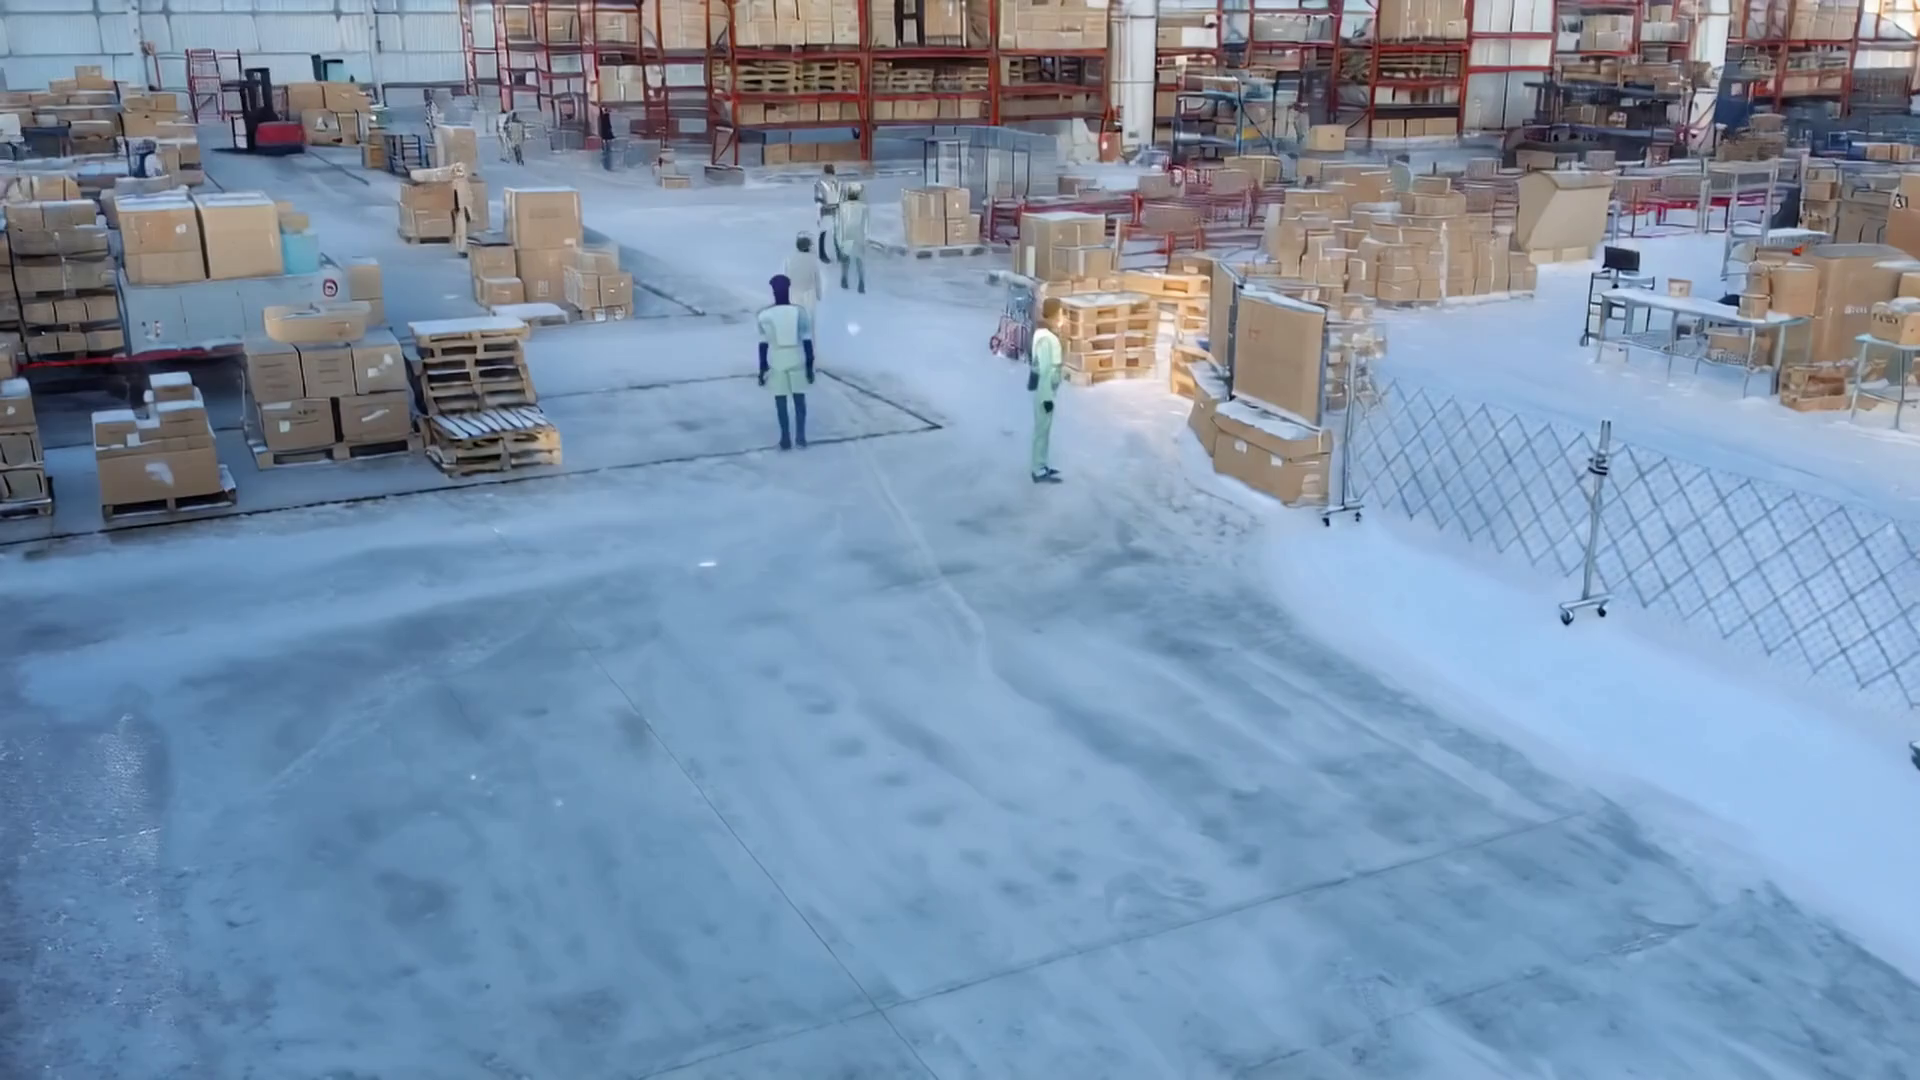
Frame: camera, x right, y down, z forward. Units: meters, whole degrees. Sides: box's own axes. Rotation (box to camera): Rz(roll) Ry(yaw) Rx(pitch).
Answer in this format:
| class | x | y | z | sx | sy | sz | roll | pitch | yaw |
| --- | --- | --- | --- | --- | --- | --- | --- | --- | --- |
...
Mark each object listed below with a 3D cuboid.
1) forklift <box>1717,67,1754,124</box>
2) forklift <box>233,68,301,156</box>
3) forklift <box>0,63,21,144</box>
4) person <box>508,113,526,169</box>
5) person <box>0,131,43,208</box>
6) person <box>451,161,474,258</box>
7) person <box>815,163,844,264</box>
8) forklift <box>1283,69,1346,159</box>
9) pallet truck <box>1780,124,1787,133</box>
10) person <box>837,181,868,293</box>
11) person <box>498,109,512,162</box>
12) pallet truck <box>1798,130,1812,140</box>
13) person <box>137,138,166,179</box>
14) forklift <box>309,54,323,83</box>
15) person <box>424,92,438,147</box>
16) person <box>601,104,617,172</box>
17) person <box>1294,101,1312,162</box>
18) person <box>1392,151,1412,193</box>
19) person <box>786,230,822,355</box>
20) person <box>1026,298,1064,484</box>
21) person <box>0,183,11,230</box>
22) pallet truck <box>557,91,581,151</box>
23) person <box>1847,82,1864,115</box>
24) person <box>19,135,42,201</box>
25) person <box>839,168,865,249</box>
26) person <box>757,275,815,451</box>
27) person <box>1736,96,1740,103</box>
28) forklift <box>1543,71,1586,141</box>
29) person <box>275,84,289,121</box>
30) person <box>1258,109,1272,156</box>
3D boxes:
| class | x | y | z | sx | sy | sz | roll | pitch | yaw |
| --- | --- | --- | --- | --- | --- | --- | --- | --- | --- |
| forklift | 26.185 | -14.586 | 56.309 | 1.129 | 2.768 | 1.873 | -6 | 19 | -18 |
| forklift | -23.106 | -14.209 | 55.131 | 1.873 | 2.768 | 1.129 | 4 | 18 | 11 |
| forklift | -34.572 | -15.629 | 59.561 | 1.129 | 2.768 | 1.873 | -12 | 22 | -34 |
| person | -13.516 | -12.204 | 50.843 | 0.803 | 1.664 | 0.533 | 16 | 23 | 40 |
| person | -22.887 | -8.935 | 40.285 | 1.023 | 1.884 | 0.642 | -10 | 20 | -28 |
| person | -9.784 | -6.524 | 32.814 | 0.333 | 1.866 | 0.515 | 7 | 19 | 19 |
| person | -2.462 | -6.230 | 31.835 | 0.581 | 1.895 | 0.927 | -12 | 21 | -32 |
| forklift | 11.615 | -13.871 | 54.079 | 1.129 | 2.768 | 1.873 | -9 | 20 | -27 |
| pallet truck | 25.206 | -12.542 | 52.601 | 1.601 | 1.201 | 0.680 | 0 | 18 | -2 |
| person | -1.859 | -5.268 | 28.875 | 0.552 | 1.886 | 1.012 | -5 | 18 | -15 |
| person | -14.537 | -12.921 | 53.117 | 0.513 | 1.640 | 0.309 | 9 | 20 | 26 |
| pallet truck | 25.526 | -11.556 | 49.408 | 1.630 | 1.274 | 0.653 | -9 | 20 | -26 |
| person | -18.036 | -7.940 | 36.942 | 0.719 | 2.000 | 0.894 | 13 | 22 | 34 |
| forklift | -27.362 | -19.292 | 70.980 | 1.873 | 2.768 | 1.129 | -6 | 19 | -19 |
| person | -18.597 | -14.795 | 58.525 | 0.390 | 1.912 | 0.589 | -12 | 21 | -32 |
| person | -10.507 | -12.006 | 49.693 | 0.387 | 1.990 | 0.625 | -7 | 19 | -21 |
| person | 10.882 | -12.942 | 52.745 | 0.496 | 1.908 | 0.550 | 15 | 23 | 40 |
| person | 9.420 | -7.396 | 35.594 | 0.521 | 1.818 | 0.613 | -5 | 18 | -15 |
| person | -2.207 | -3.504 | 23.588 | 0.543 | 1.733 | 0.499 | -7 | 19 | -22 |
| person | 0.889 | -1.550 | 17.226 | 0.398 | 1.915 | 0.589 | 1 | 18 | 3 |
| person | -21.272 | -7.675 | 36.475 | 0.561 | 1.824 | 1.017 | 15 | 23 | 40 |
| pallet truck | -13.495 | -14.412 | 57.188 | 0.823 | 1.965 | 1.885 | -3 | 18 | -9 |
| person | 34.967 | -16.867 | 64.929 | 1.009 | 1.950 | 0.630 | -10 | 20 | -27 |
| person | -23.689 | -9.466 | 42.347 | 0.521 | 1.640 | 0.307 | 6 | 19 | 17 |
| person | -2.207 | -6.763 | 33.936 | 0.531 | 1.618 | 0.369 | -1 | 18 | -2 |
| person | -1.931 | -1.952 | 18.465 | 0.620 | 1.936 | 0.502 | -6 | 19 | -17 |
| person | 29.103 | -15.804 | 61.977 | 0.918 | 1.720 | 0.530 | -9 | 20 | -27 |
| forklift | 18.685 | -13.231 | 52.085 | 1.873 | 2.768 | 1.129 | -9 | 20 | -26 |
| person | -26.089 | -16.556 | 64.018 | 0.599 | 1.920 | 0.549 | 12 | 21 | 32 |
| person | 9.577 | -12.570 | 51.929 | 0.541 | 1.695 | 0.316 | 5 | 18 | 14 |
